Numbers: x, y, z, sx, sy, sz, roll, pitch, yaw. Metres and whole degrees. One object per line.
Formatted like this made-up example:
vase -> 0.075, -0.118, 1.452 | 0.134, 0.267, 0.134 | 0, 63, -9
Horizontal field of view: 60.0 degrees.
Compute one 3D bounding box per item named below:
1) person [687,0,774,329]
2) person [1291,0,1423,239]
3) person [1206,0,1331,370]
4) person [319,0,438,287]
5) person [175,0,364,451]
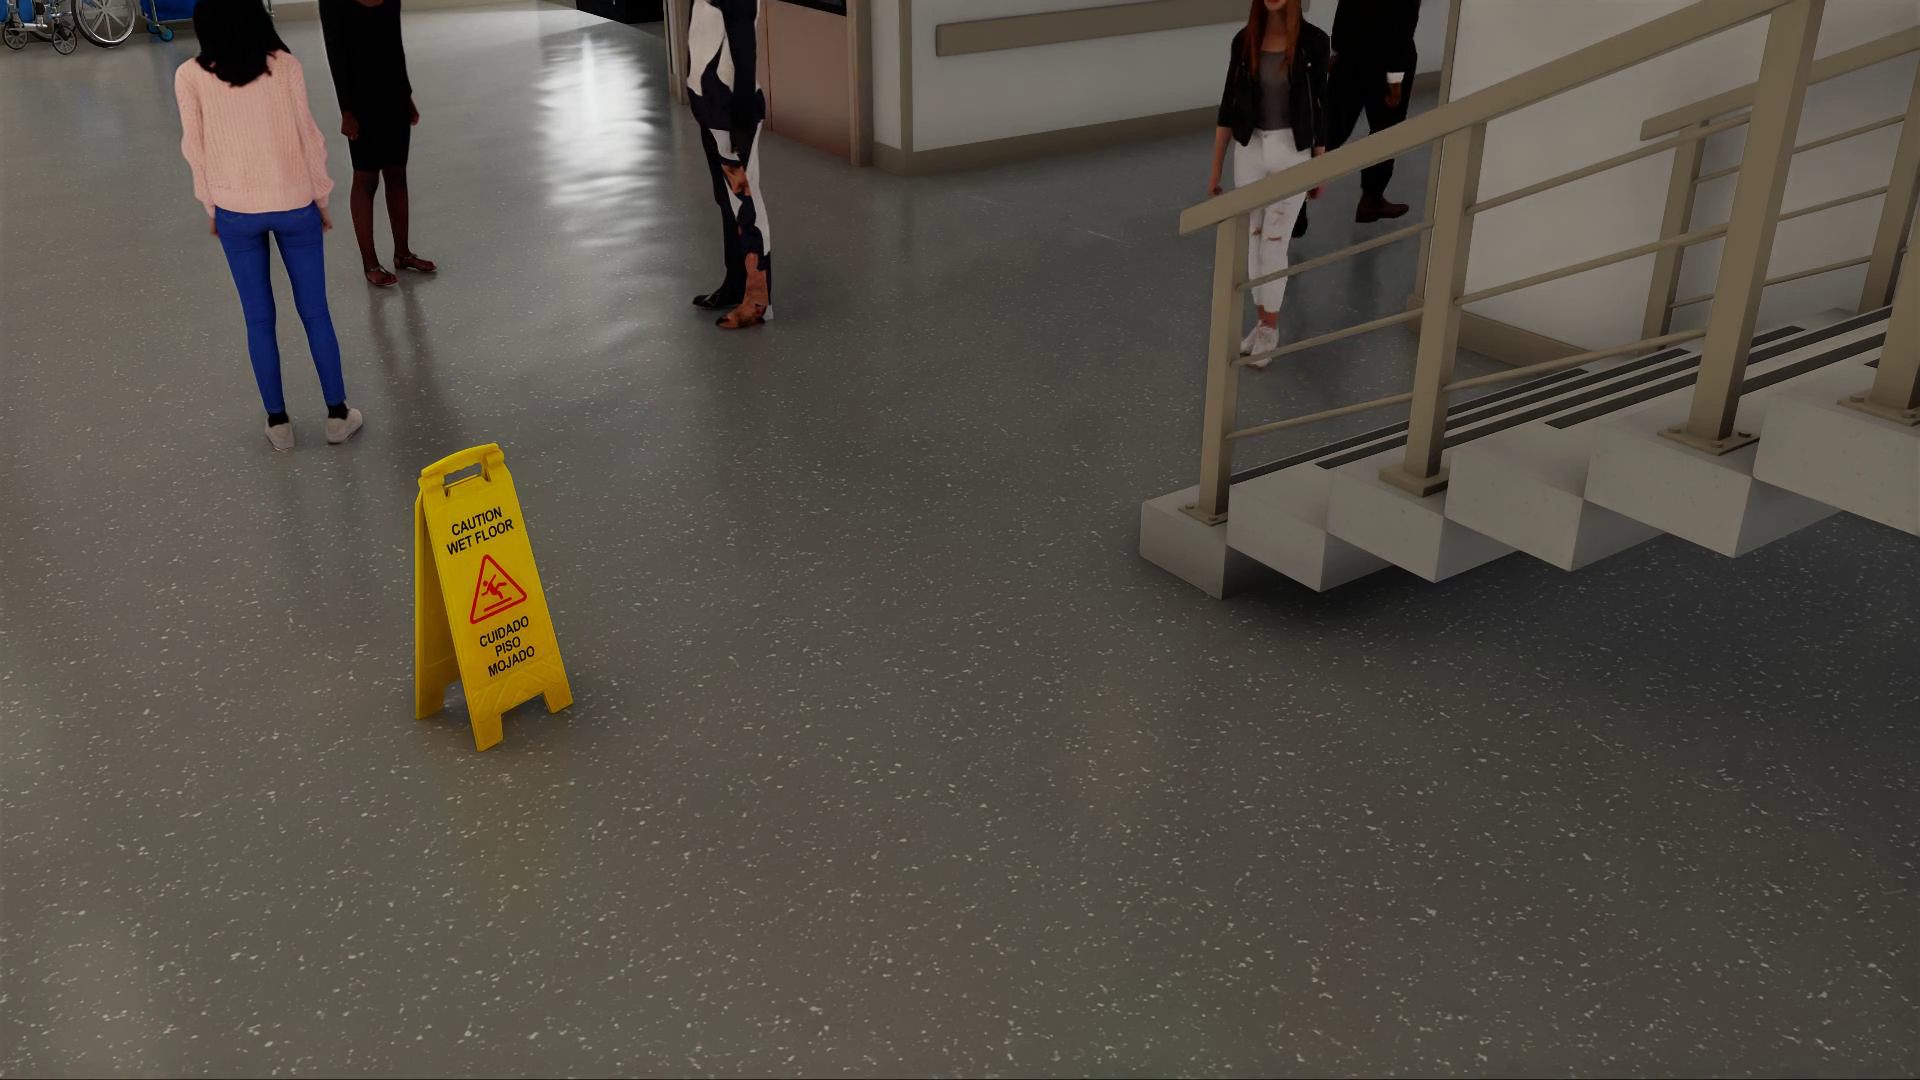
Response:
person -> -1.031, -1.918, 7.480 | 0.793, 1.892, 0.611 | -10, 27, -20
person -> 2.102, -2.489, 8.702 | 0.833, 1.859, 1.181 | -20, 32, -35
person -> 1.355, -1.609, 7.073 | 0.727, 1.689, 0.800 | 14, 29, 27
person -> -2.853, -2.128, 8.114 | 0.645, 1.720, 0.678 | 14, 29, 26
person -> -2.549, -1.193, 6.122 | 0.708, 1.766, 0.667 | -7, 27, -14
